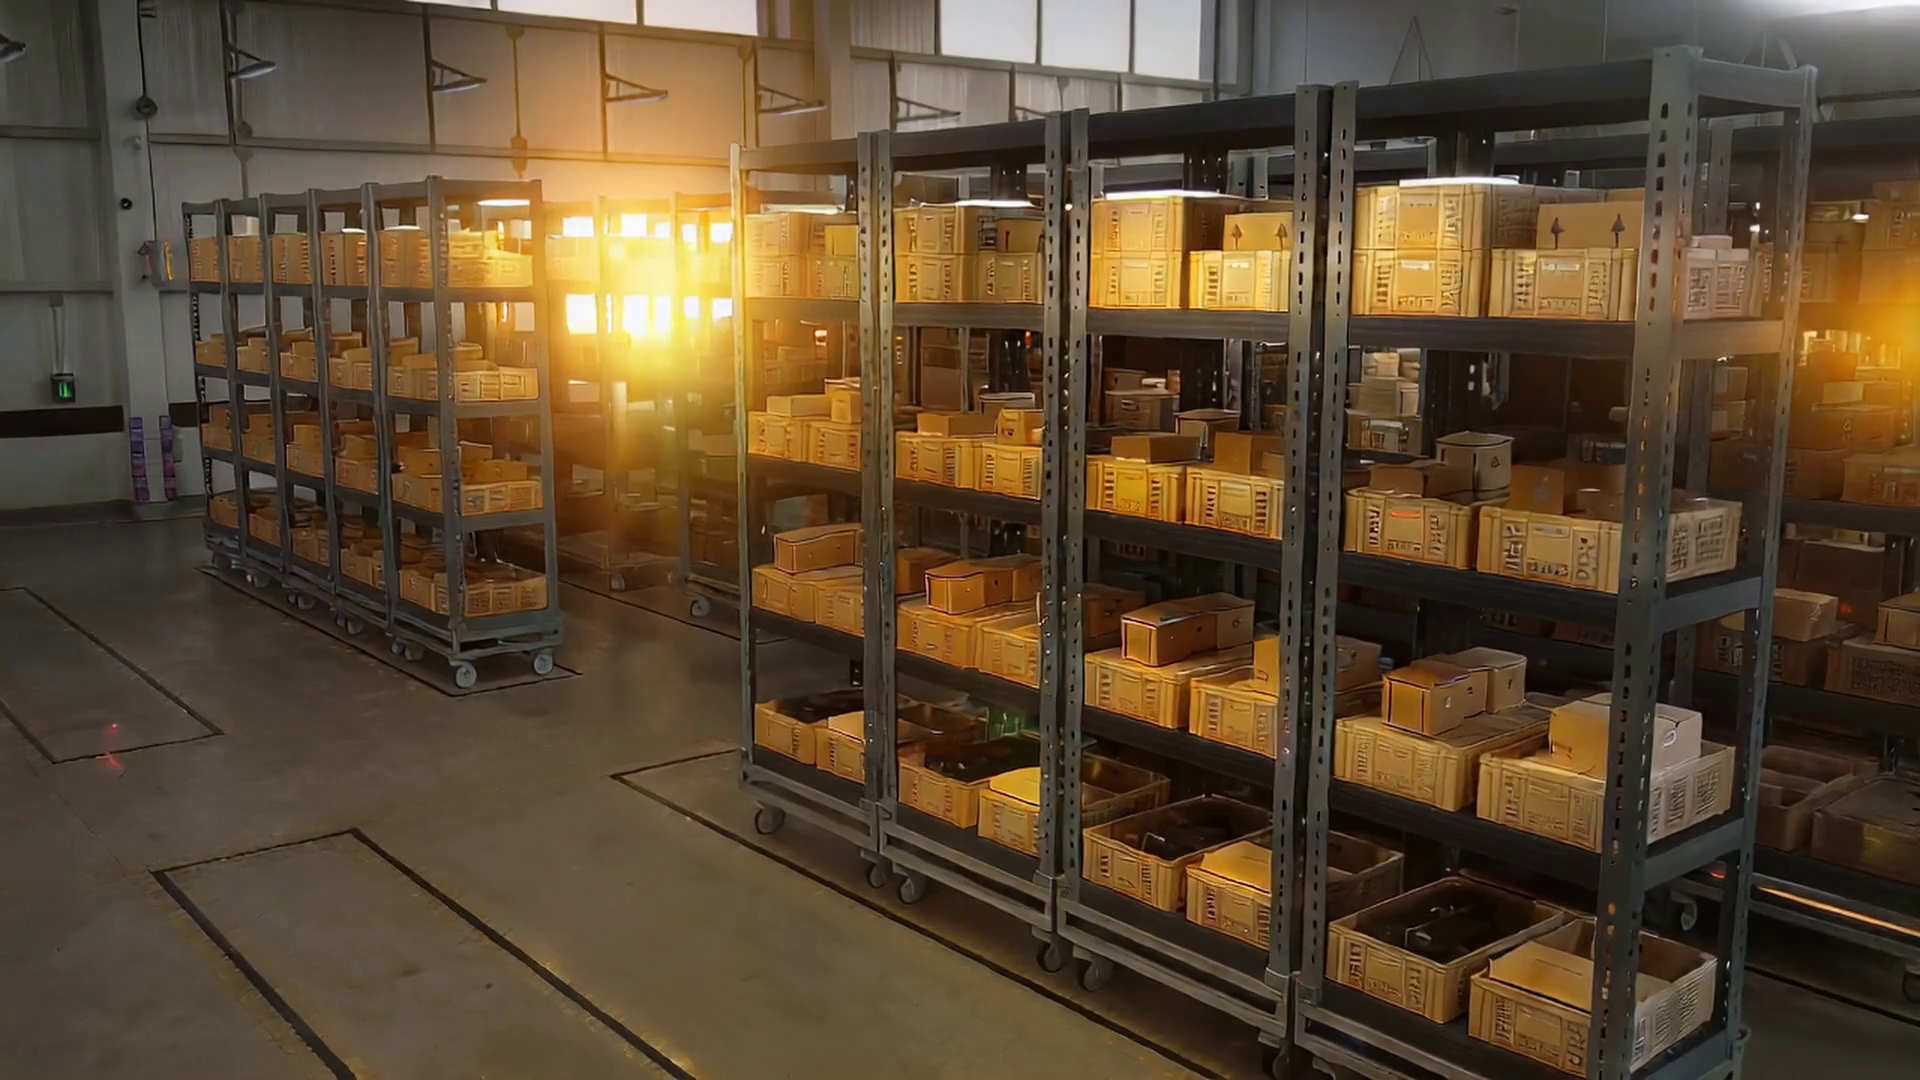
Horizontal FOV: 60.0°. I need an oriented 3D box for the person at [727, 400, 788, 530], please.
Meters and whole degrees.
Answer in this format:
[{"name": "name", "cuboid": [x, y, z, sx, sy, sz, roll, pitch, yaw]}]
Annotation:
[{"name": "person", "cuboid": [-2.005, -0.574, 16.292, 0.672, 1.819, 0.408, 3, 10, 17]}]
